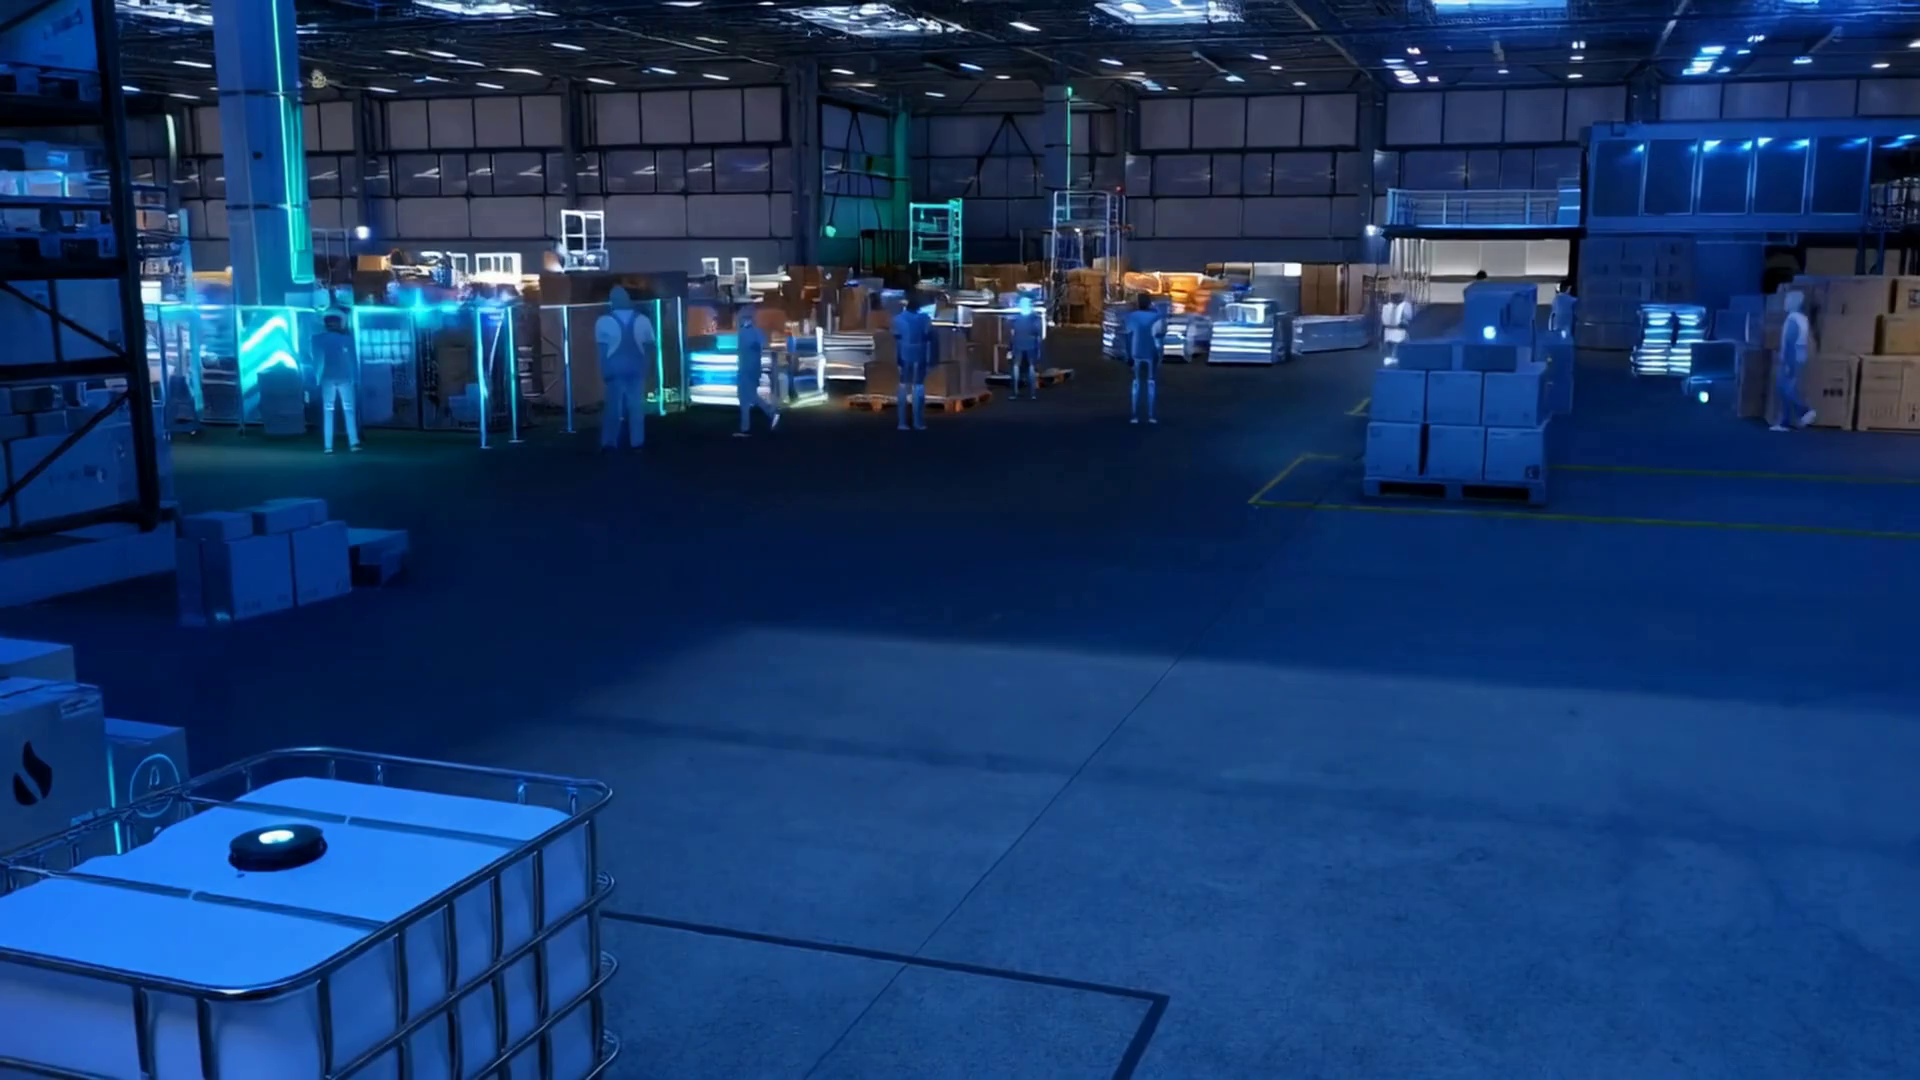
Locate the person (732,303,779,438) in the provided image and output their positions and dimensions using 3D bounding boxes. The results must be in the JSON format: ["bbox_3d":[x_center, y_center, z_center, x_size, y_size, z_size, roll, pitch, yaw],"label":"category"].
[{"bbox_3d":[-2.697,-2.212,21.709,0.583,1.745,0.535,-9,13,-40],"label":"person"}]

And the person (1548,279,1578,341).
[{"bbox_3d":[11.227,-3.919,31.023,0.522,1.861,0.317,1,10,5],"label":"person"}]

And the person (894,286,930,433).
[{"bbox_3d":[-0.622,-2.405,22.235,0.598,1.958,0.385,-9,14,-42],"label":"person"}]

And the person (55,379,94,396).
[{"bbox_3d":[-11.373,-2.060,21.264,0.739,1.610,0.508,5,11,27],"label":"person"}]

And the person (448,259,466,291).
[{"bbox_3d":[-16.567,-8.227,54.810,0.603,2.035,0.403,1,10,6],"label":"person"}]

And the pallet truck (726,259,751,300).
[{"bbox_3d":[-7.986,-9.493,62.019,0.823,1.965,1.885,3,11,17],"label":"pallet truck"}]

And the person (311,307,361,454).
[{"bbox_3d":[-7.499,-1.915,20.014,0.522,1.762,0.320,-2,10,-13],"label":"person"}]

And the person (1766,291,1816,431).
[{"bbox_3d":[11.212,-2.387,22.309,0.490,1.887,0.595,7,12,36],"label":"person"}]

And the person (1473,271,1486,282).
[{"bbox_3d":[11.600,-5.035,37.130,0.391,1.930,0.539,4,11,23],"label":"person"}]

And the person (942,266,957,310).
[{"bbox_3d":[-0.380,-9.843,64.267,0.407,1.902,0.639,-9,13,-40],"label":"person"}]

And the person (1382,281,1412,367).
[{"bbox_3d":[7.230,-3.316,27.443,0.695,1.922,0.545,-9,13,-40],"label":"person"}]

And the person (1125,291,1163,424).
[{"bbox_3d":[2.573,-2.547,23.276,0.533,1.865,0.311,3,10,14],"label":"person"}]

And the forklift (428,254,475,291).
[{"bbox_3d":[-20.133,-10.254,65.465,1.157,1.987,2.680,3,11,19],"label":"forklift"}]

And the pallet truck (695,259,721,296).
[{"bbox_3d":[-9.165,-9.627,62.776,0.823,1.965,1.885,4,11,23],"label":"pallet truck"}]

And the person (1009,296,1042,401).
[{"bbox_3d":[1.049,-3.076,26.757,0.536,1.691,0.320,1,10,8],"label":"person"}]

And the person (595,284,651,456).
[{"bbox_3d":[-4.054,-2.030,19.871,0.681,2.000,0.536,-6,12,-30],"label":"person"}]

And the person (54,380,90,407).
[{"bbox_3d":[-10.706,-2.027,19.978,0.387,1.992,0.626,0,10,-3],"label":"person"}]

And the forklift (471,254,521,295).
[{"bbox_3d":[-17.990,-10.121,64.684,1.157,1.987,2.680,3,11,17],"label":"forklift"}]
